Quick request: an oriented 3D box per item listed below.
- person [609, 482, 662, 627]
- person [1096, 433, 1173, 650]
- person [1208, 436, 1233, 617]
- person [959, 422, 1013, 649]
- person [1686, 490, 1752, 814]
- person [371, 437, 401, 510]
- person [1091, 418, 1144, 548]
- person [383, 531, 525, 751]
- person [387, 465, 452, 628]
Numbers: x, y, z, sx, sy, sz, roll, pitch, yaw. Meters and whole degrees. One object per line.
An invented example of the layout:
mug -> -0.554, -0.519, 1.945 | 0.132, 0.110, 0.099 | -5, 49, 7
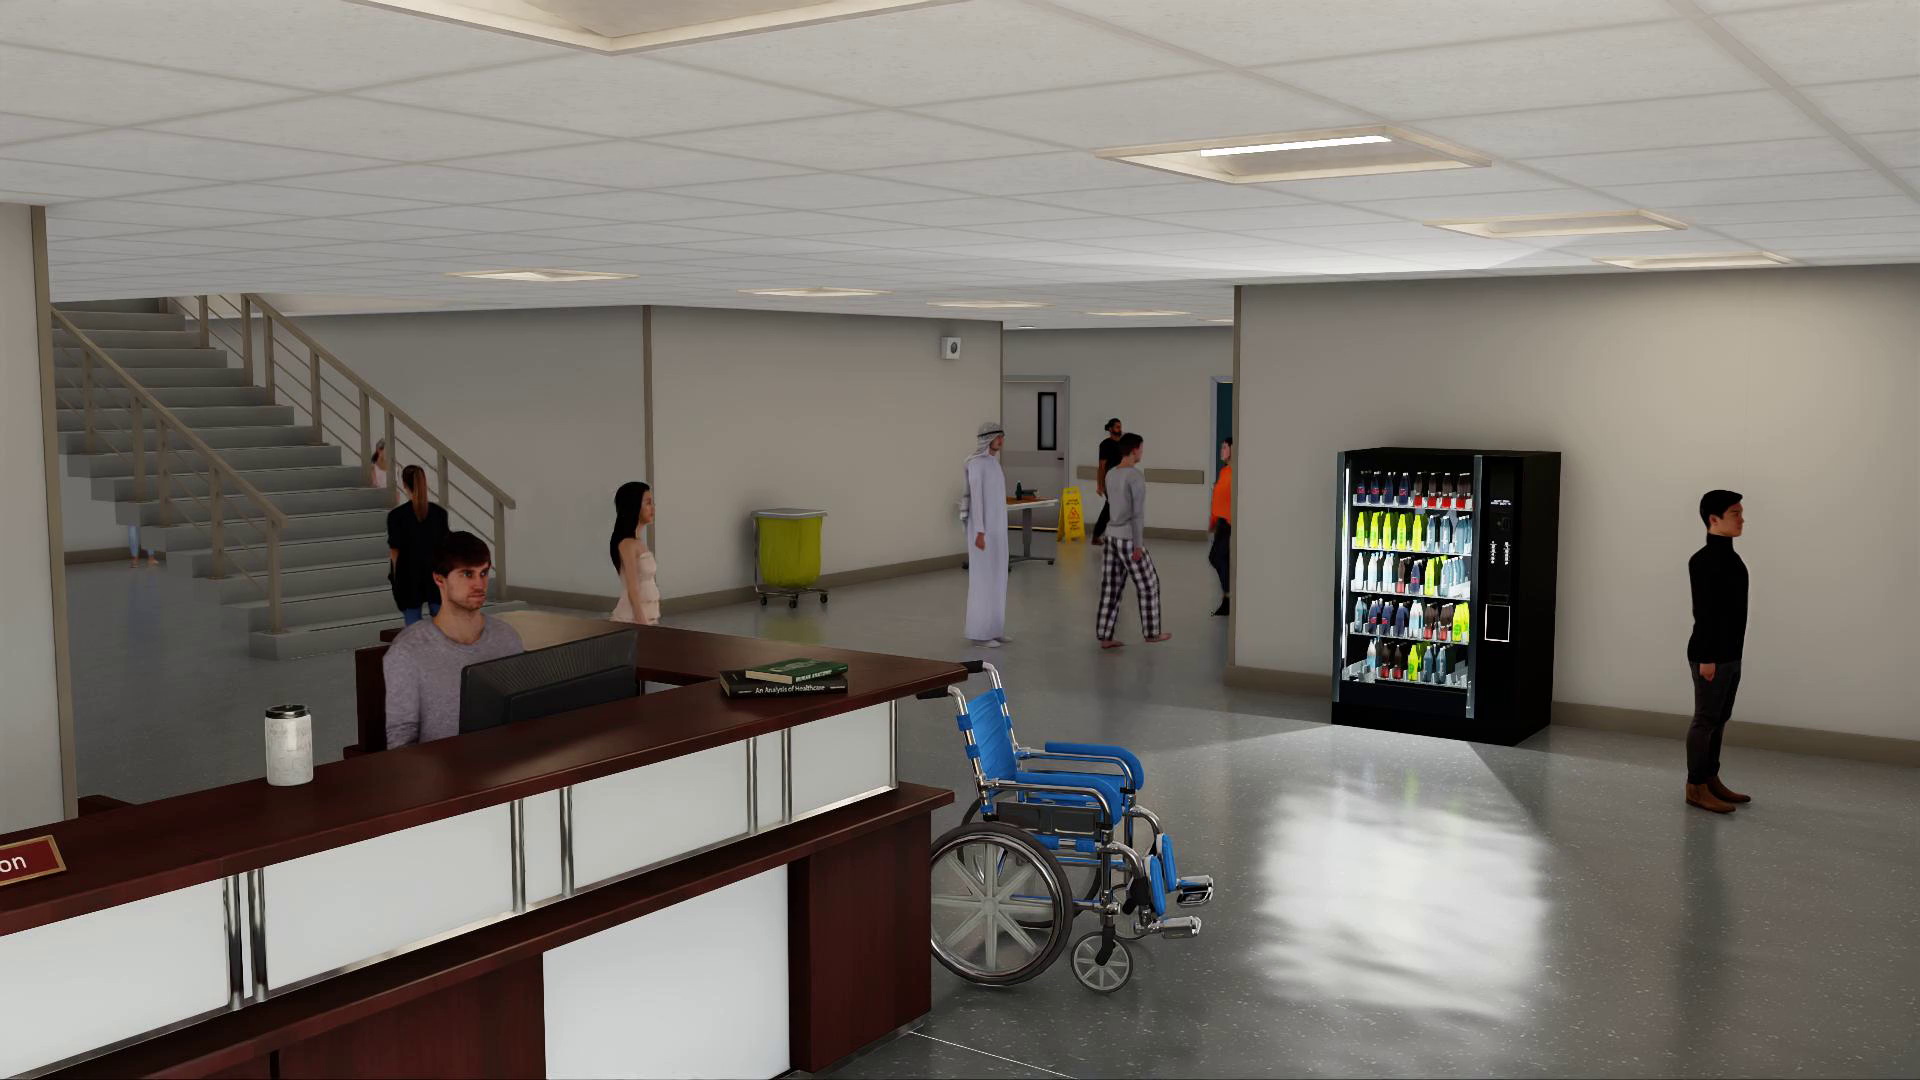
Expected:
person -> -1.963, 0.551, 9.494 | 1.132, 1.697, 0.948 | 0, 6, 1
person -> 1.326, 0.027, 14.067 | 0.911, 1.824, 1.001 | -4, 7, -37
person -> 2.672, -0.123, 16.002 | 0.784, 1.736, 0.737 | 0, 6, -5
person -> 0.229, -0.060, 14.404 | 0.714, 1.931, 0.742 | 2, 6, 22
person -> 4.114, 0.584, 9.036 | 0.566, 1.723, 0.663 | 5, 8, 41
person -> -6.120, -0.212, 17.392 | 1.221, 1.634, 0.709 | 3, 7, 29
person -> 1.966, -0.706, 21.897 | 1.146, 1.715, 0.681 | 5, 7, 39
person -> -1.655, 0.882, 5.492 | 0.571, 1.840, 0.675 | 5, 8, 43
person -> -3.932, 0.292, 12.226 | 0.943, 1.667, 1.079 | -3, 6, -24
